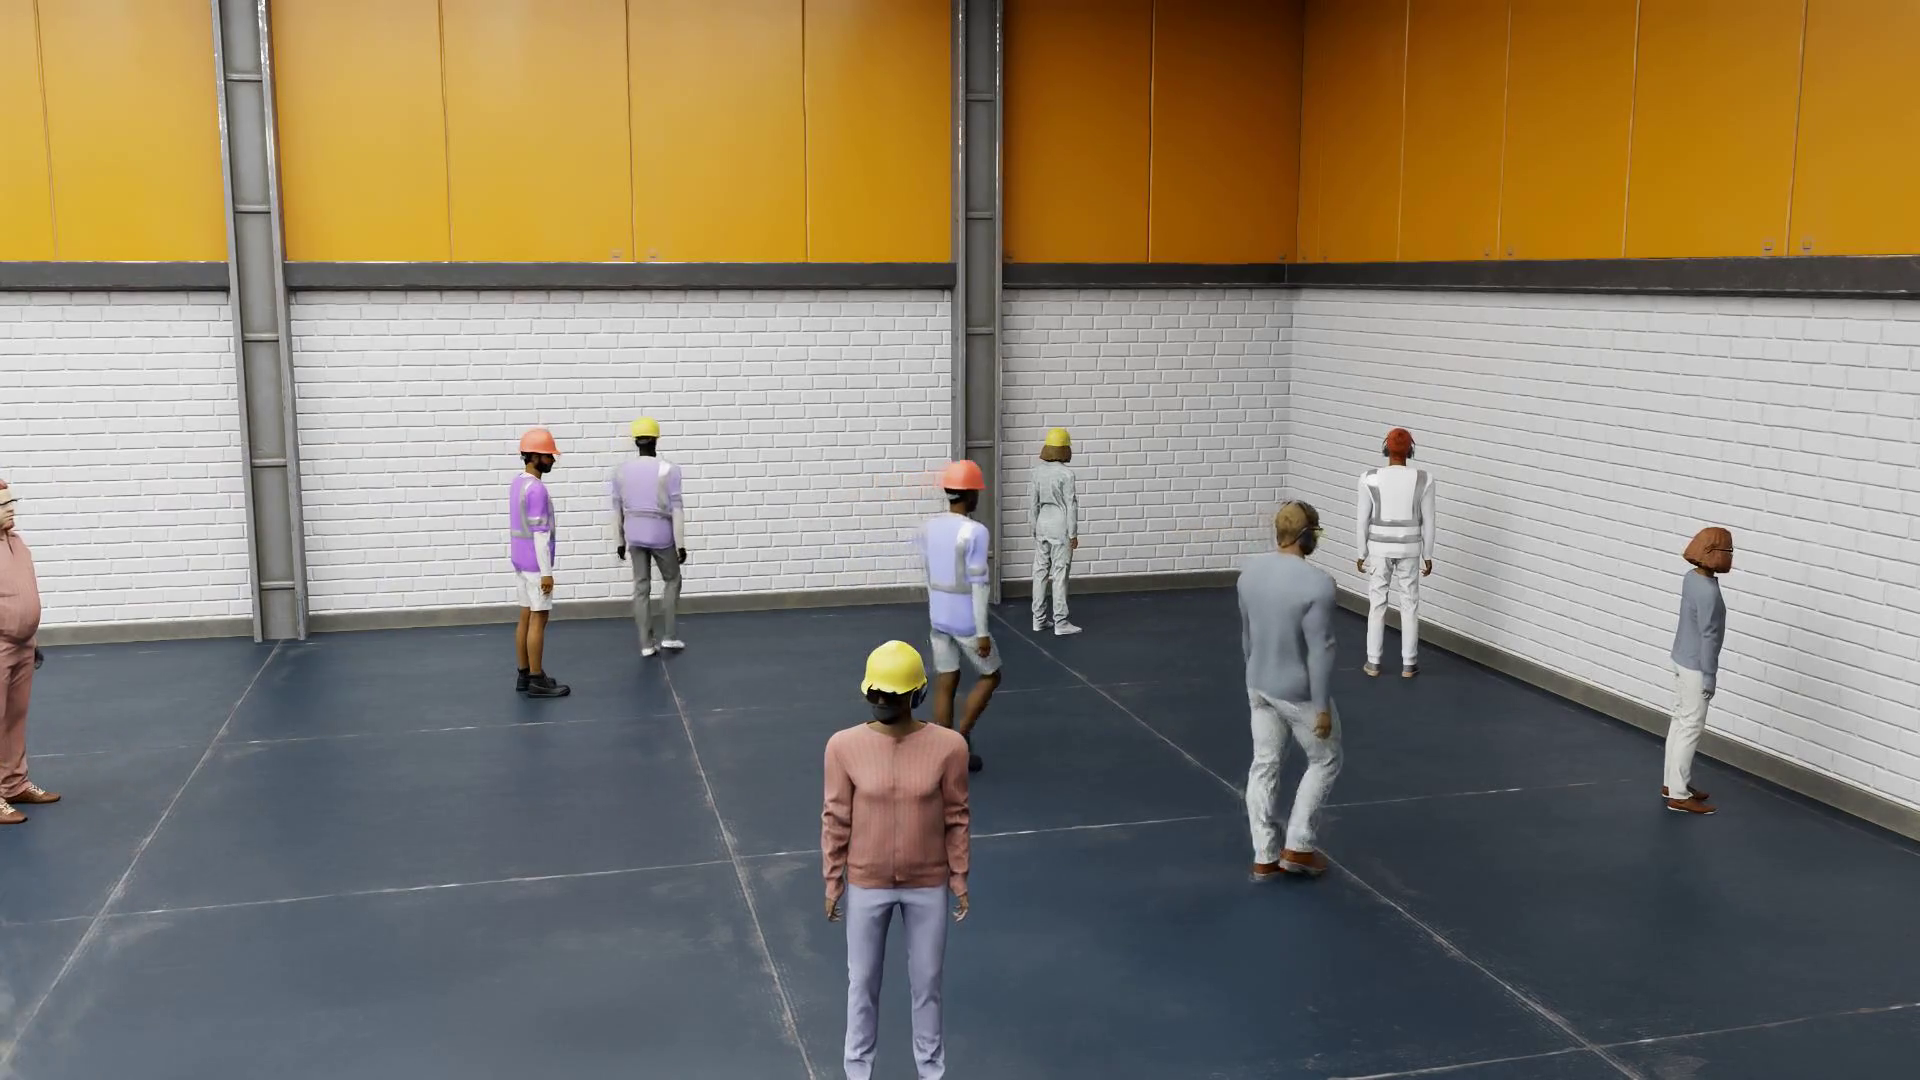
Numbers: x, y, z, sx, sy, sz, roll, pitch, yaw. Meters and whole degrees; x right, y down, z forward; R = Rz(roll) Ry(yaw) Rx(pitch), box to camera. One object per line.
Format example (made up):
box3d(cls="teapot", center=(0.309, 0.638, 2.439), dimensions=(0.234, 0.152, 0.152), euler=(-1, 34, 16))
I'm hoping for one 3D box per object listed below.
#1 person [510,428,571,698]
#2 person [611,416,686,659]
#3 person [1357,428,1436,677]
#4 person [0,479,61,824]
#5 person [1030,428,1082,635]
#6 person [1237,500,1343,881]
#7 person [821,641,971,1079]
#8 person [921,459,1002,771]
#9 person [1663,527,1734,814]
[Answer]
box3d(cls="person", center=(-3.028, 0.162, 11.958), dimensions=(0.374, 1.933, 0.550), euler=(-5, 11, -30))
box3d(cls="person", center=(-2.436, -0.029, 13.199), dimensions=(0.623, 1.911, 0.549), euler=(2, 9, 10))
box3d(cls="person", center=(3.275, 0.099, 12.521), dimensions=(0.574, 1.883, 0.356), euler=(2, 9, 13))
box3d(cls="person", center=(-5.336, 0.605, 9.280), dimensions=(0.405, 1.911, 0.636), euler=(0, 9, 0))
box3d(cls="person", center=(0.816, -0.077, 14.056), dimensions=(0.313, 1.741, 0.494), euler=(-9, 13, -43))
box3d(cls="person", center=(1.681, 0.753, 8.302), dimensions=(0.542, 1.922, 0.660), euler=(-6, 11, -34))
box3d(cls="person", center=(-0.223, 1.218, 5.900), dimensions=(0.533, 1.766, 0.308), euler=(-1, 9, -4))
box3d(cls="person", center=(0.016, 0.477, 10.025), dimensions=(0.401, 1.923, 0.578), euler=(-8, 12, -42))
box3d(cls="person", center=(4.179, 0.726, 9.407), dimensions=(0.282, 1.624, 0.494), euler=(2, 9, 11))
